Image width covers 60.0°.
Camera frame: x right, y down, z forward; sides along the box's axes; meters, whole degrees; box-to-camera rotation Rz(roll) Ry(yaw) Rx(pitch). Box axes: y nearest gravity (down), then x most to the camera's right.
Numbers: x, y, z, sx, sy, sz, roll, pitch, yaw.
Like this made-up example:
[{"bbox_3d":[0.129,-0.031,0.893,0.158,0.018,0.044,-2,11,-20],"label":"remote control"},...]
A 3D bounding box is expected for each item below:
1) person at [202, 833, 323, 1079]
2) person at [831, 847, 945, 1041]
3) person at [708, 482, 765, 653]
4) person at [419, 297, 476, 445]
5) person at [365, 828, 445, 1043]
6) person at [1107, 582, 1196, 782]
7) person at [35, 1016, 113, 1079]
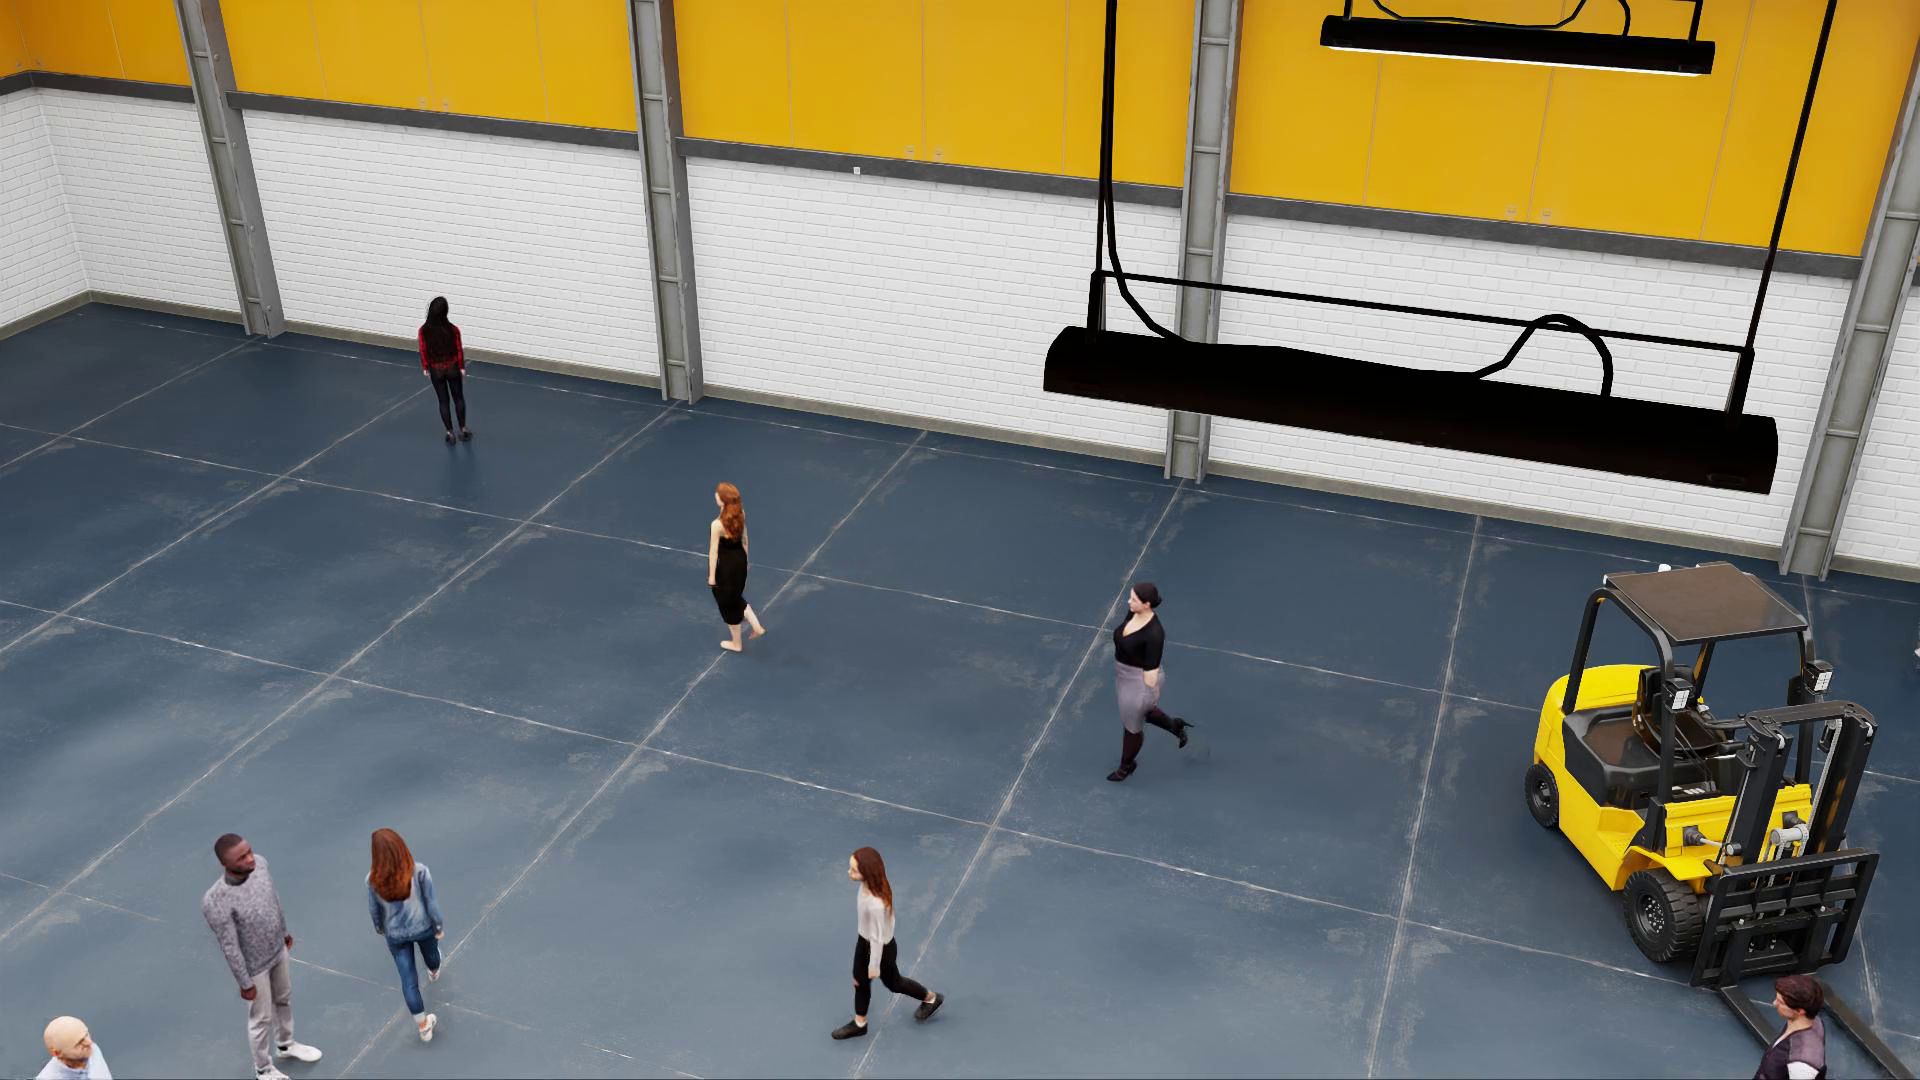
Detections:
[{"bbox_3d":[-4.213,2.487,9.935,0.588,1.831,0.708,5,29,9],"label":"person"},{"bbox_3d":[-0.437,2.492,10.317,1.032,1.457,0.909,-9,30,-16],"label":"person"},{"bbox_3d":[-1.889,0.267,14.230,0.738,1.616,0.625,14,32,24],"label":"person"},{"bbox_3d":[-5.572,-1.825,18.026,0.639,1.652,0.731,-12,31,-21],"label":"person"},{"bbox_3d":[-3.441,2.479,10.353,1.015,1.446,0.981,-5,29,-10],"label":"person"},{"bbox_3d":[1.440,1.075,12.618,1.078,1.741,0.960,-7,29,-13],"label":"person"},{"bbox_3d":[-4.577,3.194,8.696,1.052,1.776,0.759,4,29,8],"label":"person"}]
